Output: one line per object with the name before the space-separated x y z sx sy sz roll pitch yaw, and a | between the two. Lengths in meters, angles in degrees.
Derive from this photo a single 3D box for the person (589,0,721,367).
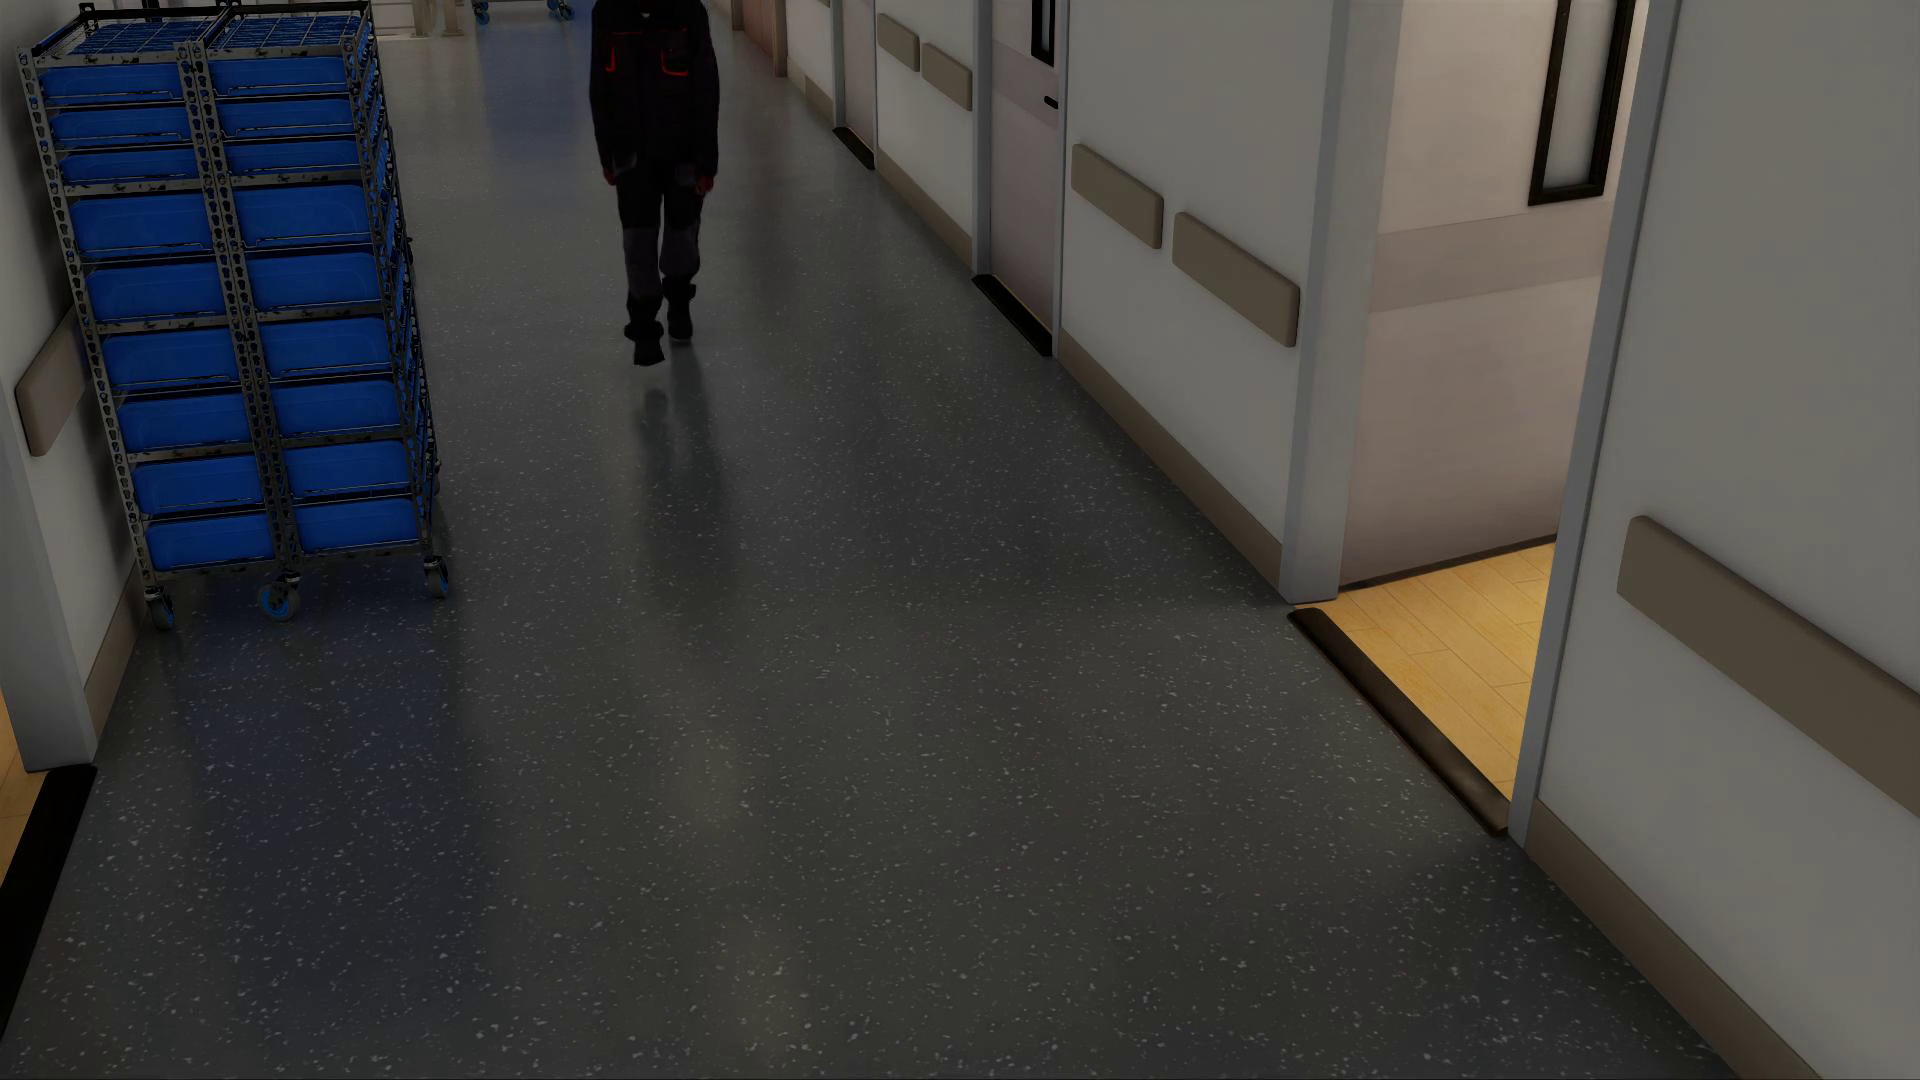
person | -1.266 -1.678 7.104 0.816 1.778 1.233 -3 26 -6
